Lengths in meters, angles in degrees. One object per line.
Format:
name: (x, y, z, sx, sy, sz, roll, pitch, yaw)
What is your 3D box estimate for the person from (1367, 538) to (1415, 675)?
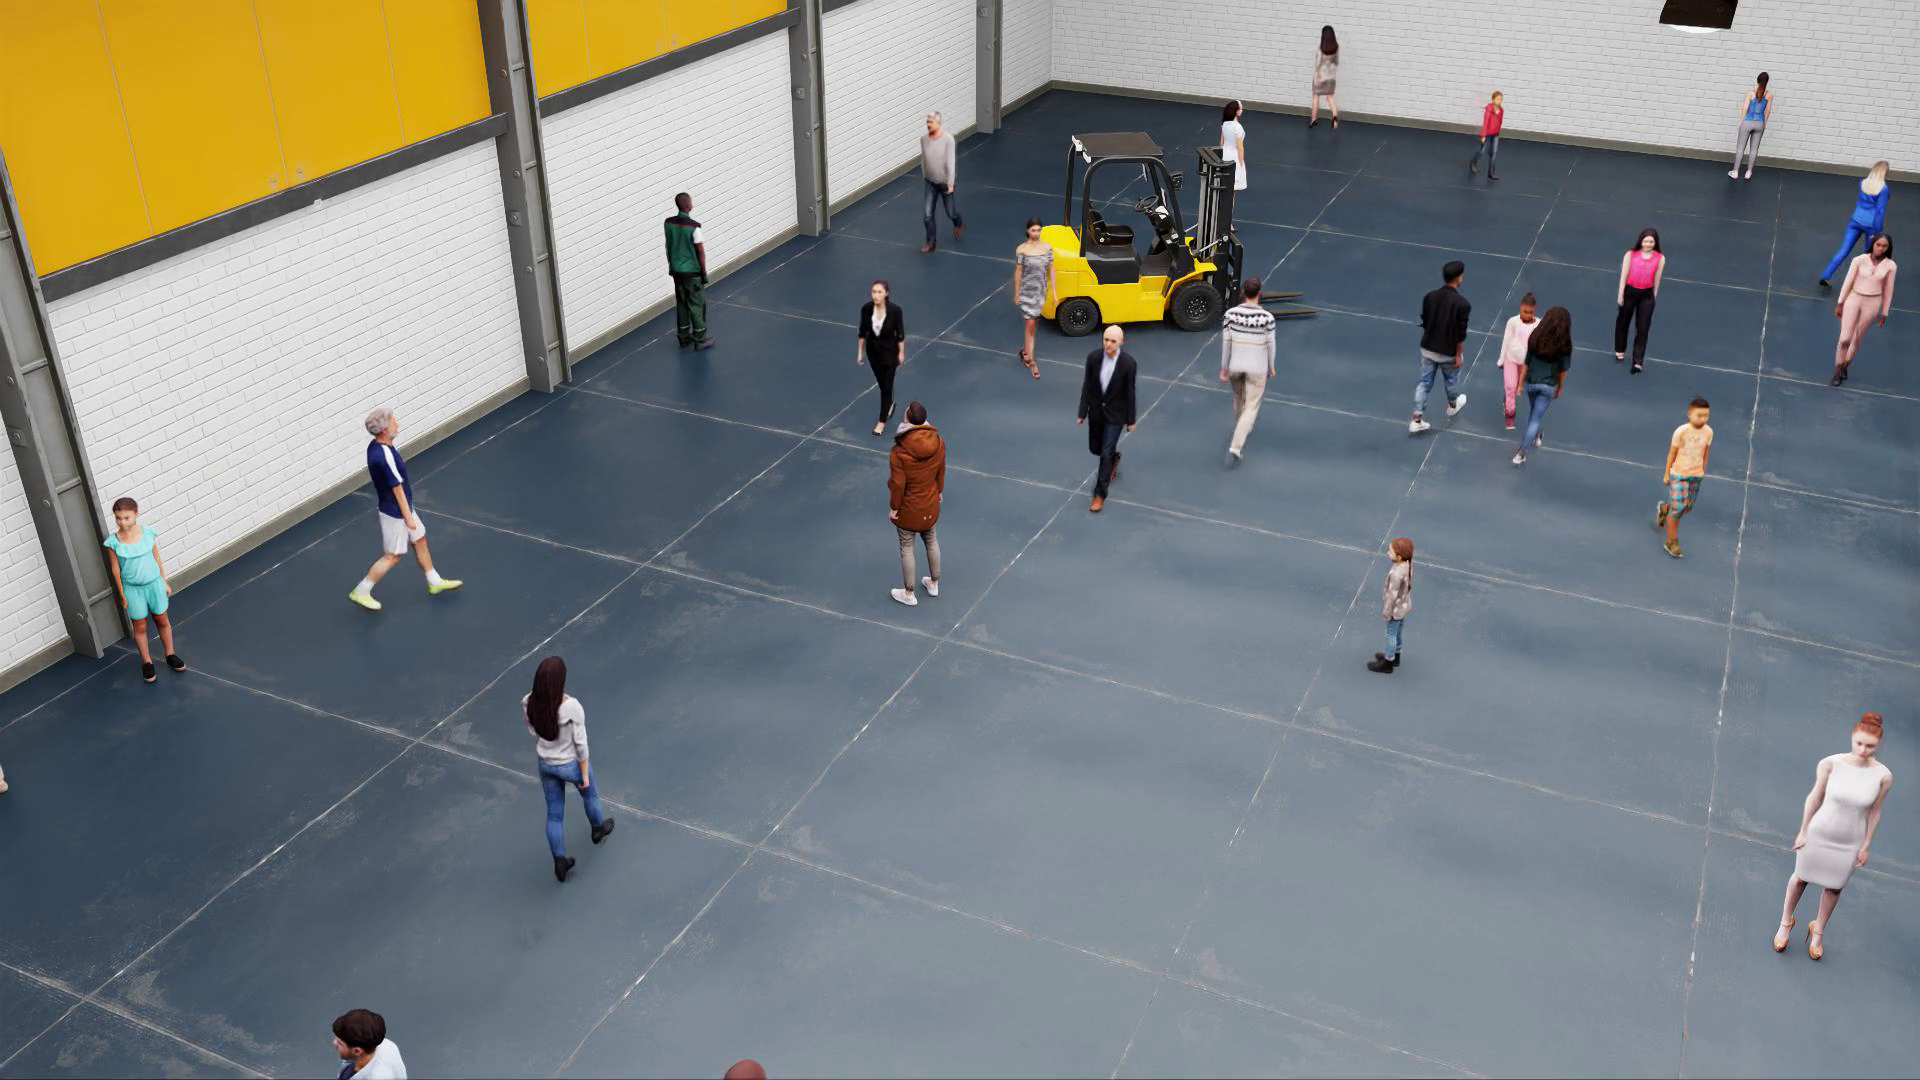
person: (3.485, 0.513, 13.243, 0.560, 1.193, 0.436, 17, 33, 28)

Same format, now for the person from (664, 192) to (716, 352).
person: (-3.146, -3.105, 19.202, 0.693, 1.837, 0.589, 15, 32, 25)

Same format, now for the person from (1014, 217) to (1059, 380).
person: (0.786, -2.762, 18.613, 0.884, 1.799, 0.934, -12, 31, -20)

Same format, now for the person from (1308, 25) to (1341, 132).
person: (6.115, -7.655, 27.652, 0.942, 1.733, 1.019, -9, 30, -17)

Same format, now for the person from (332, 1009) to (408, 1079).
person: (-2.785, 2.979, 8.075, 0.821, 1.812, 0.730, -6, 29, -12)

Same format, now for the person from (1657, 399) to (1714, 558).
person: (6.529, -0.612, 15.041, 0.797, 1.445, 0.943, -3, 29, -6)

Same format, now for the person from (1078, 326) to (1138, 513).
person: (1.419, -1.218, 15.801, 0.707, 1.781, 1.092, 13, 31, 22)

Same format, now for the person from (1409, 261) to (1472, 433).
person: (4.898, -1.940, 17.150, 0.944, 1.757, 1.257, 25, 37, 38)

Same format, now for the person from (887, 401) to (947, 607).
person: (-0.366, -0.313, 14.083, 0.814, 1.838, 0.903, -20, 34, -32)

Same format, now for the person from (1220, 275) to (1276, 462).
person: (2.859, -1.694, 16.613, 0.727, 1.841, 1.181, 15, 32, 26)

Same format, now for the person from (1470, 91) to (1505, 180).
person: (8.077, -6.212, 25.465, 0.868, 1.294, 0.950, -8, 30, -15)

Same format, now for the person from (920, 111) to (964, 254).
person: (-0.230, -4.811, 22.288, 0.714, 1.877, 1.144, 14, 32, 24)

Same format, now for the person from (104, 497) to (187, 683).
person: (-6.460, 0.360, 13.142, 0.604, 1.558, 0.696, -20, 34, -32)

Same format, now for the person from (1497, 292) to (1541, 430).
person: (5.864, -1.924, 17.475, 0.783, 1.417, 1.078, 2, 29, 4)

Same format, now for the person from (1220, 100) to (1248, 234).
person: (3.739, -5.168, 23.007, 0.905, 1.817, 0.855, -15, 32, -26)

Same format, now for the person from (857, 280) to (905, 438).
person: (-0.777, -1.939, 17.297, 0.702, 1.614, 1.093, 8, 30, 15)

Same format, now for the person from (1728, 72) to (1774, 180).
person: (12.071, -6.316, 25.327, 0.620, 1.610, 0.623, 5, 29, 8)

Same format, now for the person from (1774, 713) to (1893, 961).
person: (5.362, 1.829, 10.204, 0.573, 1.793, 0.476, 11, 31, 19)

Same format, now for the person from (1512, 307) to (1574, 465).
person: (5.751, -1.488, 16.508, 0.691, 1.578, 1.037, 17, 33, 28)

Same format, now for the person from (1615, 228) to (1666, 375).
person: (7.607, -2.727, 18.739, 0.698, 1.617, 1.111, 7, 29, 13)

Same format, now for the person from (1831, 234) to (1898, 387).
person: (9.953, -2.573, 18.367, 0.664, 1.703, 0.800, 11, 31, 19)

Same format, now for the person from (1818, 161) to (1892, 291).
person: (11.261, -3.907, 20.847, 1.195, 1.670, 1.047, -14, 32, -24)

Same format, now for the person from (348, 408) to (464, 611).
person: (-4.816, -0.226, 13.956, 1.248, 1.807, 1.124, -13, 31, -22)

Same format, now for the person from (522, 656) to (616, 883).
person: (-2.653, 1.539, 10.931, 0.698, 1.605, 0.907, 7, 29, 13)
